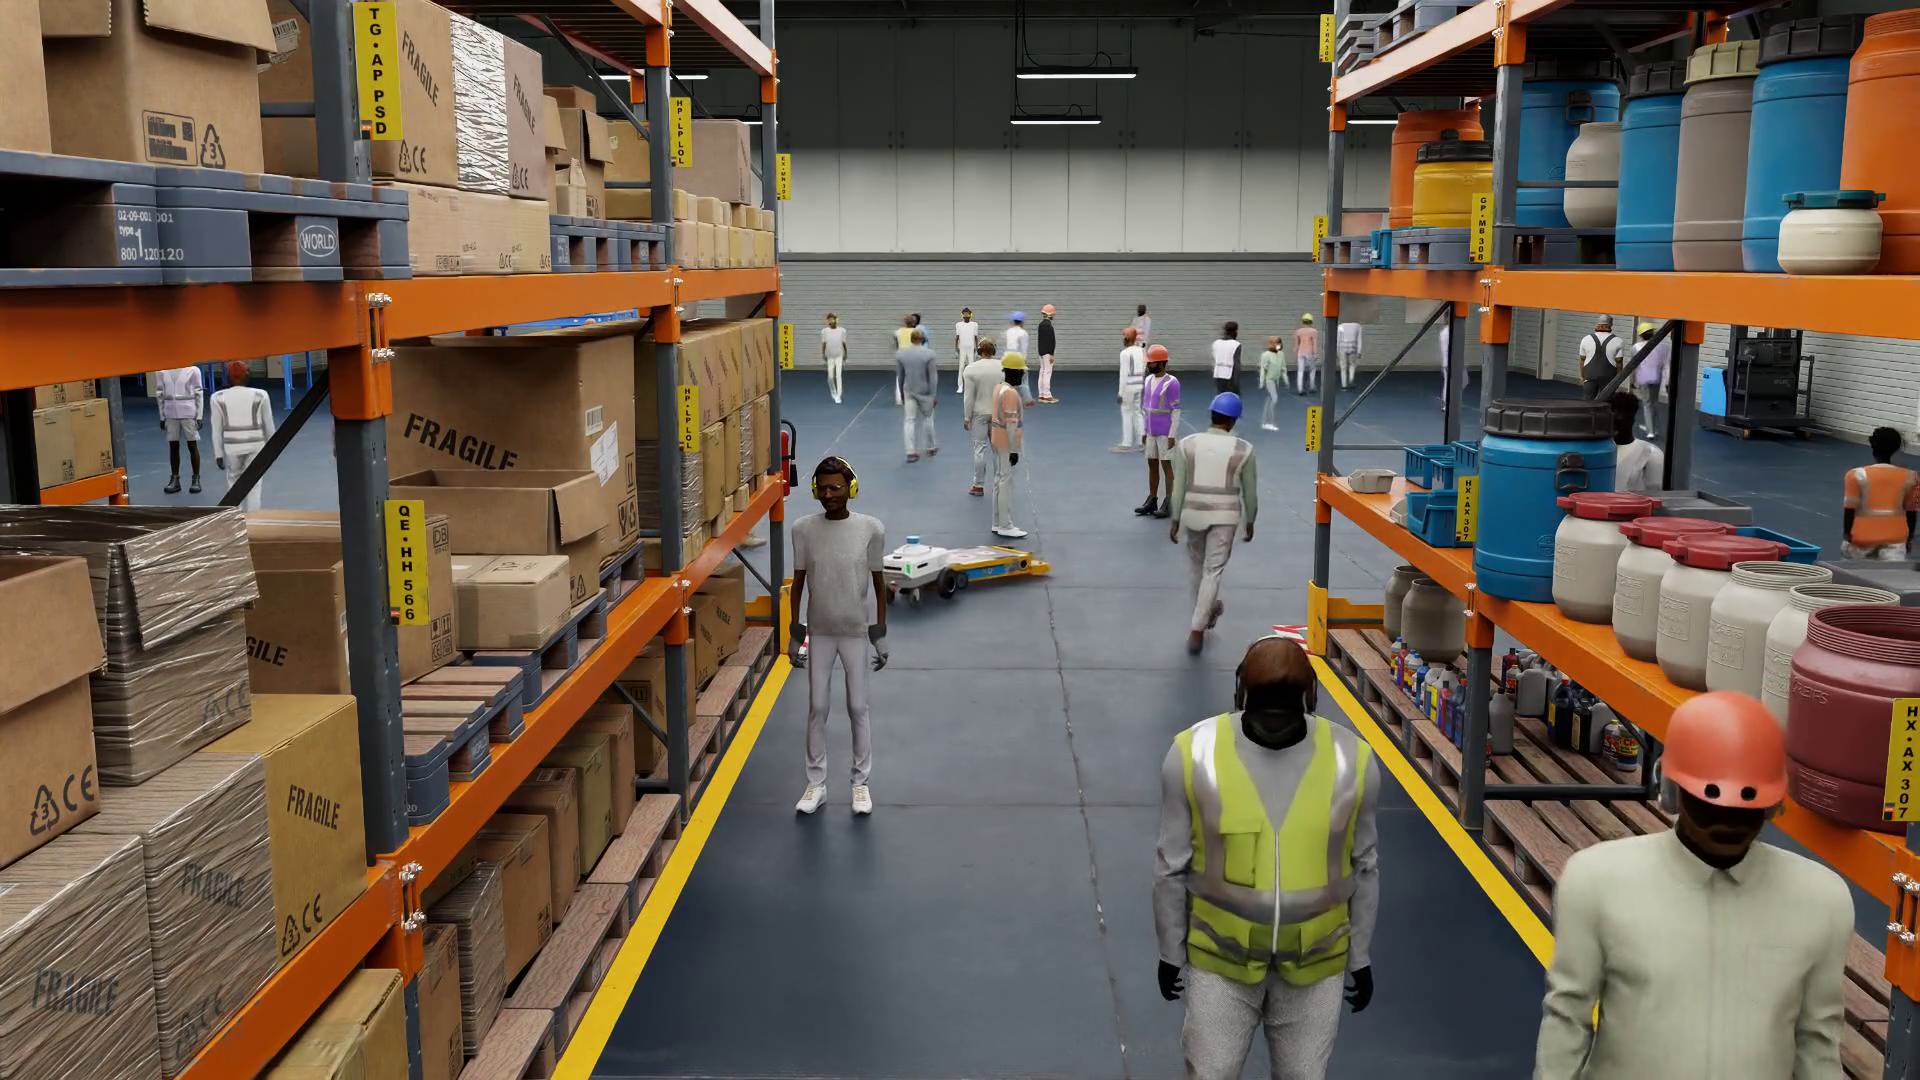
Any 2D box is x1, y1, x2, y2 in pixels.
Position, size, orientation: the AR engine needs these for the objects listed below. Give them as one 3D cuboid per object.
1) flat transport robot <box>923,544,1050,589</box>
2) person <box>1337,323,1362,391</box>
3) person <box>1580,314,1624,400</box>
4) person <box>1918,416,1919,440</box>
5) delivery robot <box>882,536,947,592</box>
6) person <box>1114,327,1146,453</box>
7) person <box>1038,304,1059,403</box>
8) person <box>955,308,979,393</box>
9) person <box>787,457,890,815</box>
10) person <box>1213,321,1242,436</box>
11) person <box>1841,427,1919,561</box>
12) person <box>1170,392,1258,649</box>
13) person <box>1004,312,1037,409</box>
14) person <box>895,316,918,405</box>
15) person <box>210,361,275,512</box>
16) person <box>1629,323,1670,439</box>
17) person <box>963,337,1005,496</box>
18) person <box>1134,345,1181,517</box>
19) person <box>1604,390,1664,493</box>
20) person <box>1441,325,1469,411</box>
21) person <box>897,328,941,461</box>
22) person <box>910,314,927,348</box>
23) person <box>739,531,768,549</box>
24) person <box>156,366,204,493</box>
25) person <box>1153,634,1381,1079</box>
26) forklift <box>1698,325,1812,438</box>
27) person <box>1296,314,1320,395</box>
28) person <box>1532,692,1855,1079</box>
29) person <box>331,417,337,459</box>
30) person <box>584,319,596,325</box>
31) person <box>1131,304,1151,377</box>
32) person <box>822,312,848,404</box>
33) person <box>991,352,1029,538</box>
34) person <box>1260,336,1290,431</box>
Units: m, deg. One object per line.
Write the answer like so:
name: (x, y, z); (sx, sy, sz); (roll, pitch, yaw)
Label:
flat transport robot: (0.063, 0.234, 15.063); (1.431, 0.197, 0.652); (-7, 12, -38)
person: (8.602, -4.220, 36.989); (0.616, 1.814, 0.480); (0, 9, 2)
person: (10.474, -2.670, 27.164); (0.676, 2.000, 0.536); (5, 11, 27)
person: (11.755, -1.323, 19.861); (0.536, 1.746, 0.715); (6, 11, 32)
delivery robot: (-0.402, 0.212, 14.067); (0.477, 0.478, 0.707); (5, 11, 27)
person: (2.575, -2.259, 25.056); (0.340, 1.883, 0.577); (8, 12, 39)
person: (1.795, -3.817, 34.053); (0.387, 1.992, 0.621); (-3, 10, -17)
person: (0.149, -4.145, 36.399); (0.535, 1.864, 0.309); (0, 9, 0)
person: (-0.631, 0.492, 8.611); (0.538, 1.869, 0.312); (1, 10, 4)
person: (4.396, -2.631, 27.253); (0.490, 1.897, 0.586); (-9, 13, -43)
person: (6.779, -0.009, 12.258); (0.540, 1.655, 0.873); (2, 10, 13)
person: (1.922, -0.168, 12.522); (0.629, 1.878, 1.021); (4, 10, 21)
person: (1.099, -3.479, 32.328); (0.617, 1.894, 0.999); (8, 12, 39)
person: (-1.009, -3.629, 33.588); (0.620, 1.785, 1.009); (5, 11, 26)
person: (-7.402, -0.937, 17.231); (0.586, 1.854, 0.819); (-3, 10, -18)
person: (11.227, -2.604, 27.180); (0.614, 1.862, 0.874); (1, 10, 5)
person: (0.331, -1.523, 20.474); (0.630, 1.940, 0.372); (-3, 10, -20)
person: (2.232, -1.229, 18.728); (0.375, 1.934, 0.547); (-6, 11, -34)
person: (4.614, -0.070, 11.686); (0.362, 1.963, 0.613); (-7, 12, -37)
person: (9.483, -3.400, 31.860); (0.670, 1.889, 0.447); (-8, 12, -40)
person: (-0.571, -2.127, 24.197); (0.661, 1.897, 0.957); (3, 10, 20)
person: (-0.940, -4.404, 38.543); (0.316, 1.678, 0.609); (6, 11, 34)
person: (-2.370, -0.919, 16.801); (1.019, 1.973, 0.660); (9, 13, 43)
person: (-9.685, -1.554, 20.662); (0.547, 1.938, 0.378); (-1, 9, -3)
person: (0.859, 1.163, 4.678); (0.634, 1.839, 0.429); (1, 10, 4)
forklift: (13.248, -3.165, 27.620); (1.129, 2.768, 1.873); (0, 9, 1)
person: (7.548, -4.026, 36.053); (0.549, 1.724, 0.839); (7, 12, 35)
person: (1.530, 1.282, 3.508); (0.622, 1.990, 0.401); (1, 10, 9)
person: (-6.295, -1.031, 17.465); (0.647, 1.953, 0.524); (-9, 13, -43)
person: (-6.219, -2.794, 28.202); (0.639, 1.902, 0.407); (-2, 10, -14)
person: (4.507, -4.994, 41.665); (0.542, 1.810, 0.666); (-8, 12, -38)
person: (-2.533, -3.720, 33.942); (0.539, 1.847, 0.577); (0, 9, 0)
person: (0.521, -1.003, 17.390); (0.387, 1.926, 0.591); (-2, 10, -10)
person: (5.369, -2.661, 28.283); (0.499, 1.610, 0.574); (-8, 13, -41)
